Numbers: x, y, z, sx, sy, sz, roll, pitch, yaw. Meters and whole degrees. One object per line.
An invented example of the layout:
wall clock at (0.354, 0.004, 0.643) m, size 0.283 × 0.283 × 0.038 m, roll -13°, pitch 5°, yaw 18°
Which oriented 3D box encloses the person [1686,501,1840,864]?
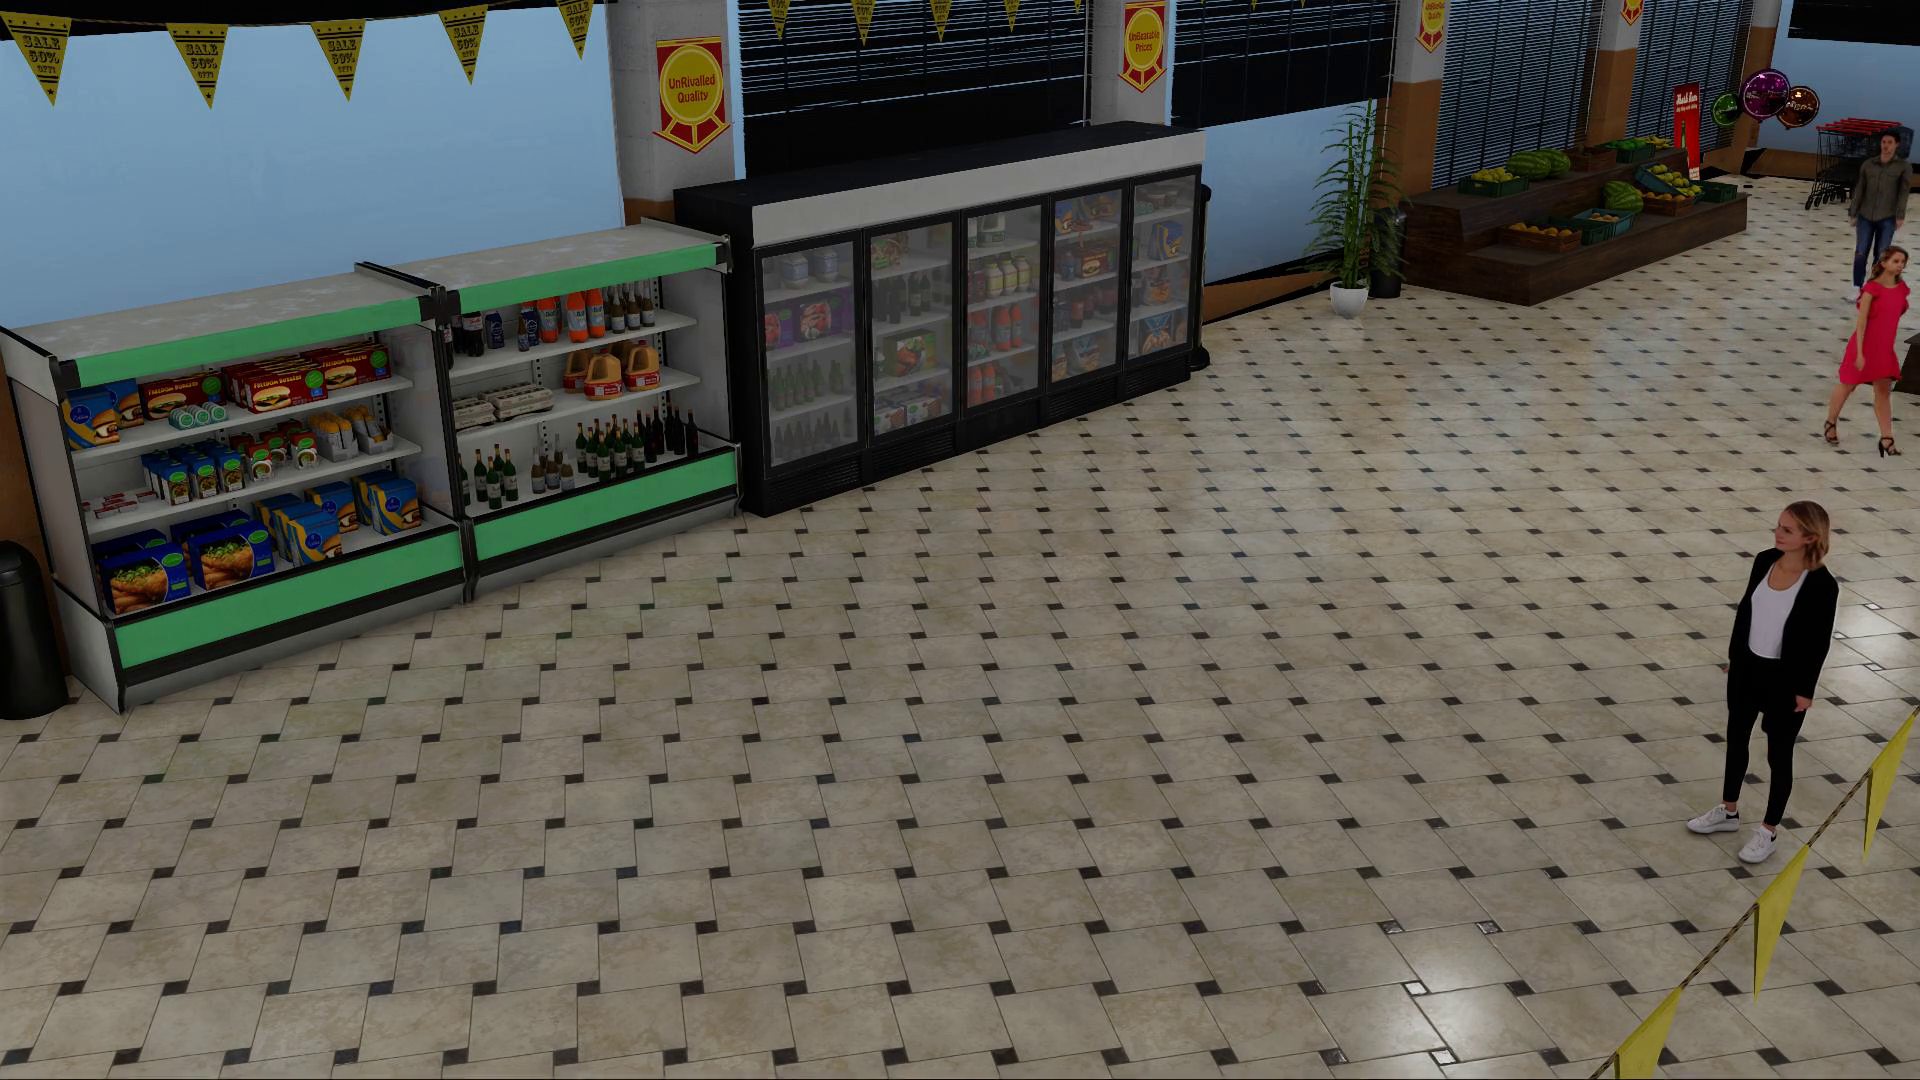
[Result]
person at (3.825, 0.657, 7.823) m, size 0.616 × 1.800 × 0.663 m, roll -10°, pitch 24°, yaw -24°

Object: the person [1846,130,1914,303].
person at (10.070, -3.541, 18.205) m, size 0.756 × 1.849 × 0.885 m, roll 17°, pitch 28°, yaw 36°

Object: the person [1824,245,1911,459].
person at (7.296, -1.545, 13.449) m, size 1.043 × 1.691 × 1.025 m, roll -4°, pitch 22°, yaw -9°
